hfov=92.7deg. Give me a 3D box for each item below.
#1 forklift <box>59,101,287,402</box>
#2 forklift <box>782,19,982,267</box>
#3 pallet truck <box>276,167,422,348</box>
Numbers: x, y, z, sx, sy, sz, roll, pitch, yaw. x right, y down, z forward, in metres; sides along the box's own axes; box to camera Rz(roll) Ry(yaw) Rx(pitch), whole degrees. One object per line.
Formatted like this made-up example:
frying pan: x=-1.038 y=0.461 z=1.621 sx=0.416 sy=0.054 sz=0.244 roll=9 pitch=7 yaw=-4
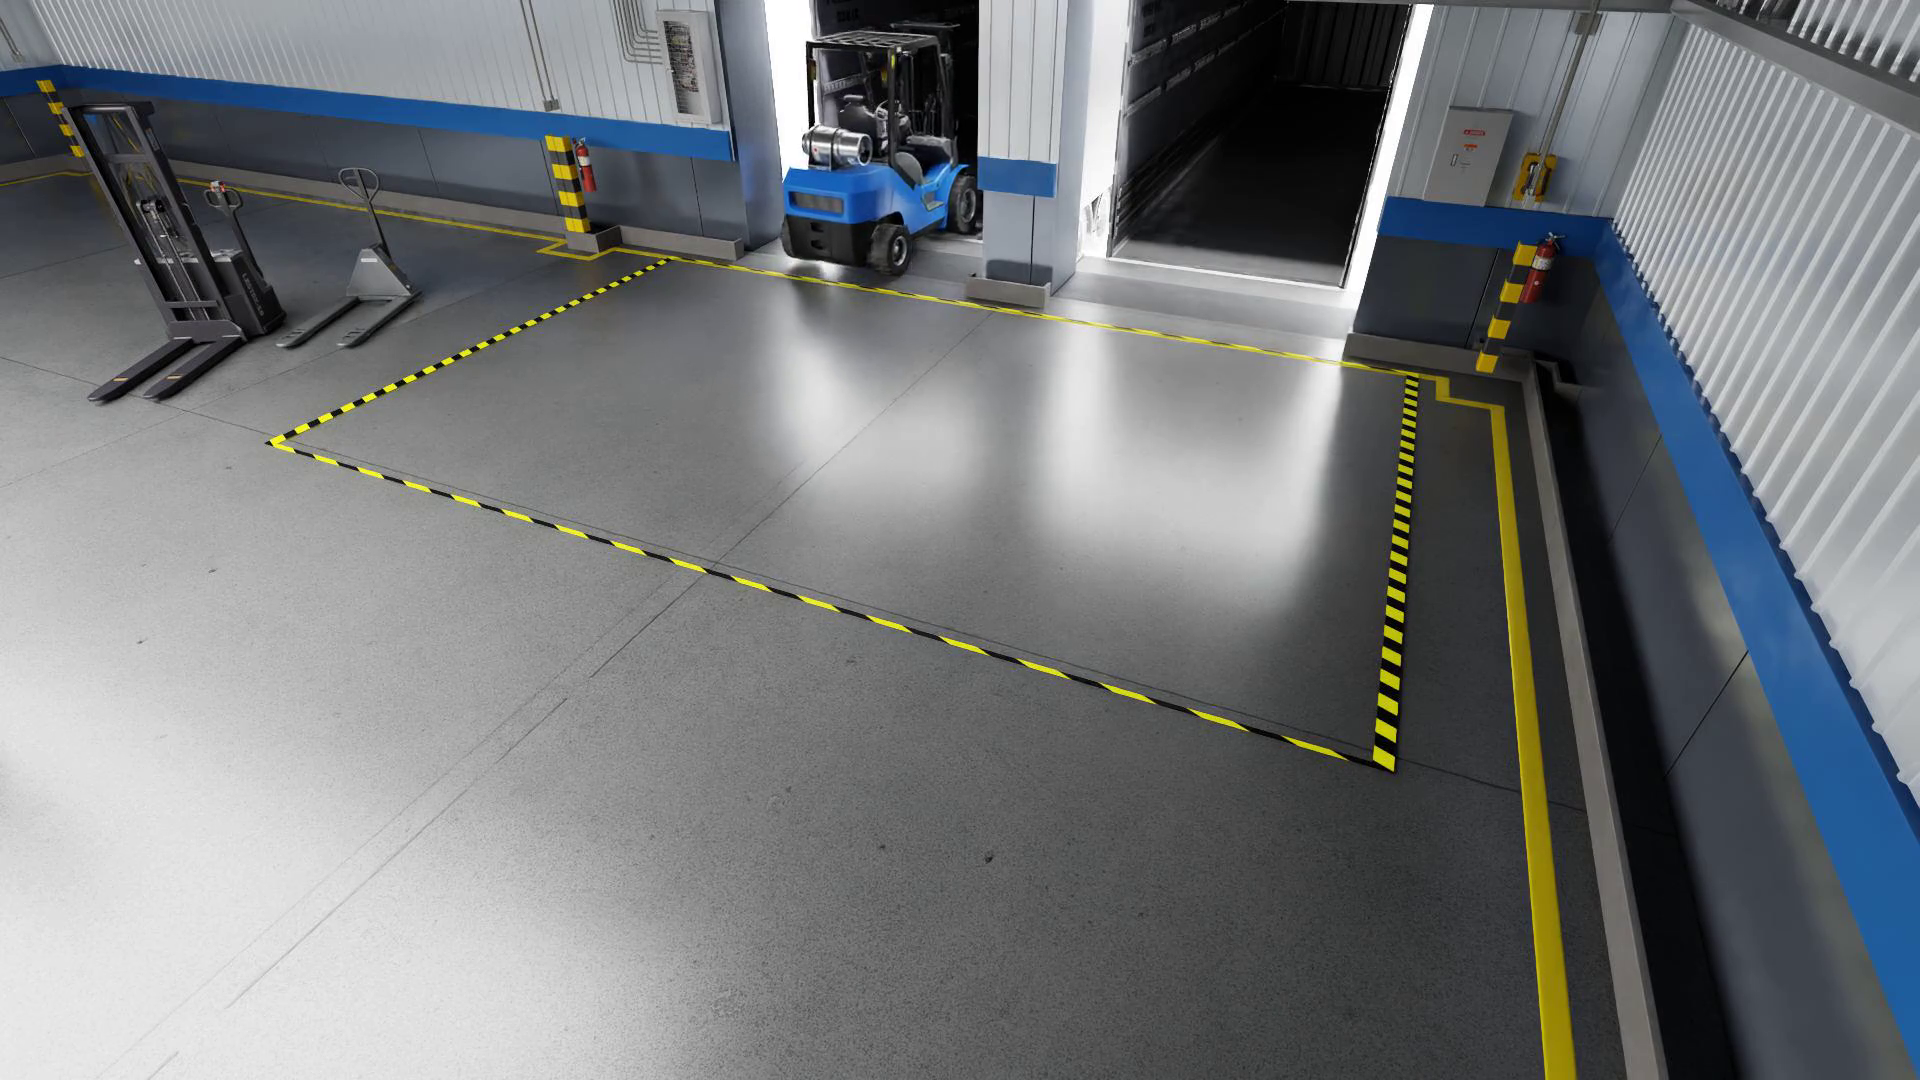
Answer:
forklift: x=-6.686 y=-2.387 z=7.434 sx=0.823 sy=1.965 sz=1.885 roll=-3 pitch=35 yaw=-5
forklift: x=-0.831 y=-4.367 z=9.938 sx=1.157 sy=2.036 sz=2.680 roll=16 pitch=38 yaw=22
pallet truck: x=-5.732 y=-2.611 z=8.414 sx=0.680 sy=1.201 sz=1.601 roll=-1 pitch=35 yaw=-1
